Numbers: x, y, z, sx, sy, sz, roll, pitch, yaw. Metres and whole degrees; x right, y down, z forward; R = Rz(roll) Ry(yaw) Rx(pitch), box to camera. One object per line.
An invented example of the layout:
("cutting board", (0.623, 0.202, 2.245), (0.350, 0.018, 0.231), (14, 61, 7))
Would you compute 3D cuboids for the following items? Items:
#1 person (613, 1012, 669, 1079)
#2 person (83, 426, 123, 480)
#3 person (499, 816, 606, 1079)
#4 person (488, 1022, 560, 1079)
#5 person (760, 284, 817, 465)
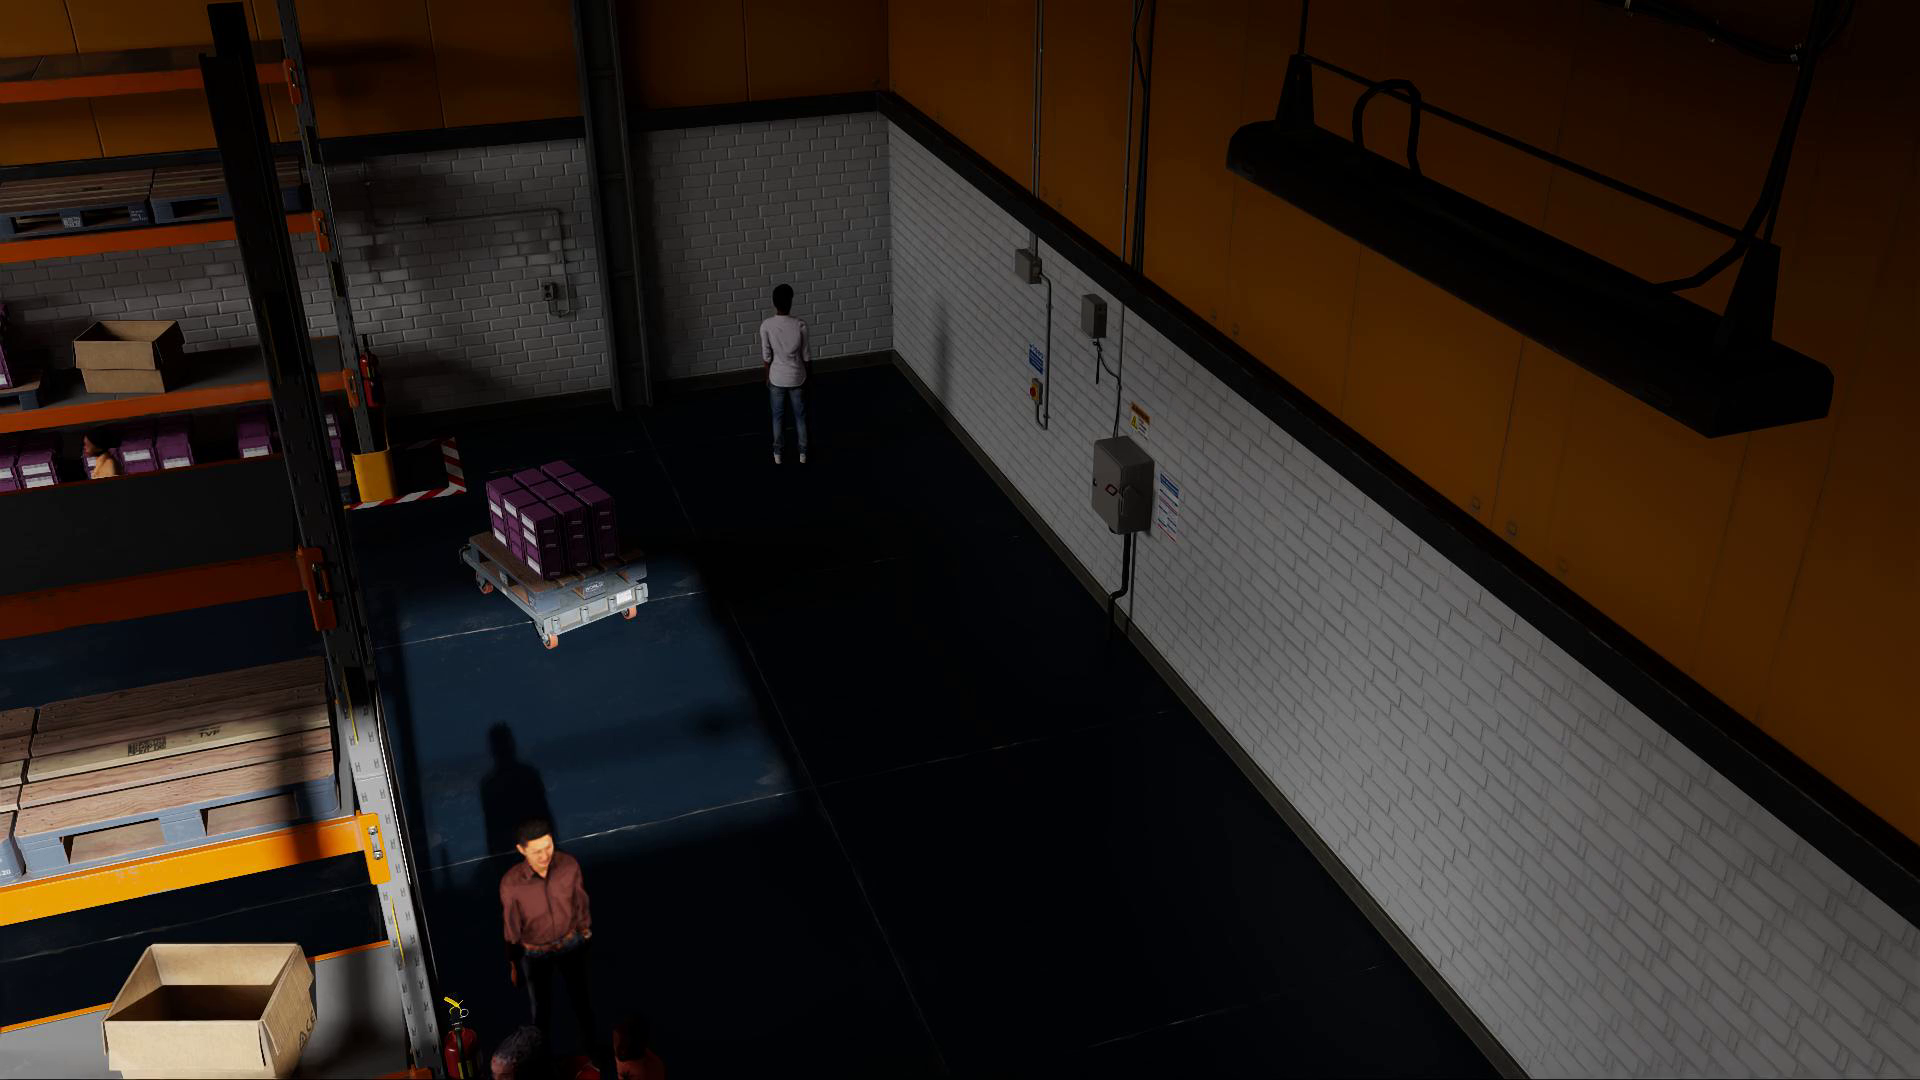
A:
("person", (-1.562, 2.893, 8.472), (0.578, 1.301, 0.622), (20, 34, 32))
("person", (-6.868, -0.193, 13.798), (1.087, 1.619, 0.796), (-19, 34, -31))
("person", (-2.279, 2.232, 9.191), (0.561, 1.773, 0.760), (-18, 33, -29))
("person", (-1.934, 2.944, 7.944), (0.775, 1.717, 0.834), (18, 33, 29))
("person", (-1.678, -1.613, 16.194), (0.646, 1.816, 0.780), (1, 29, 1))
